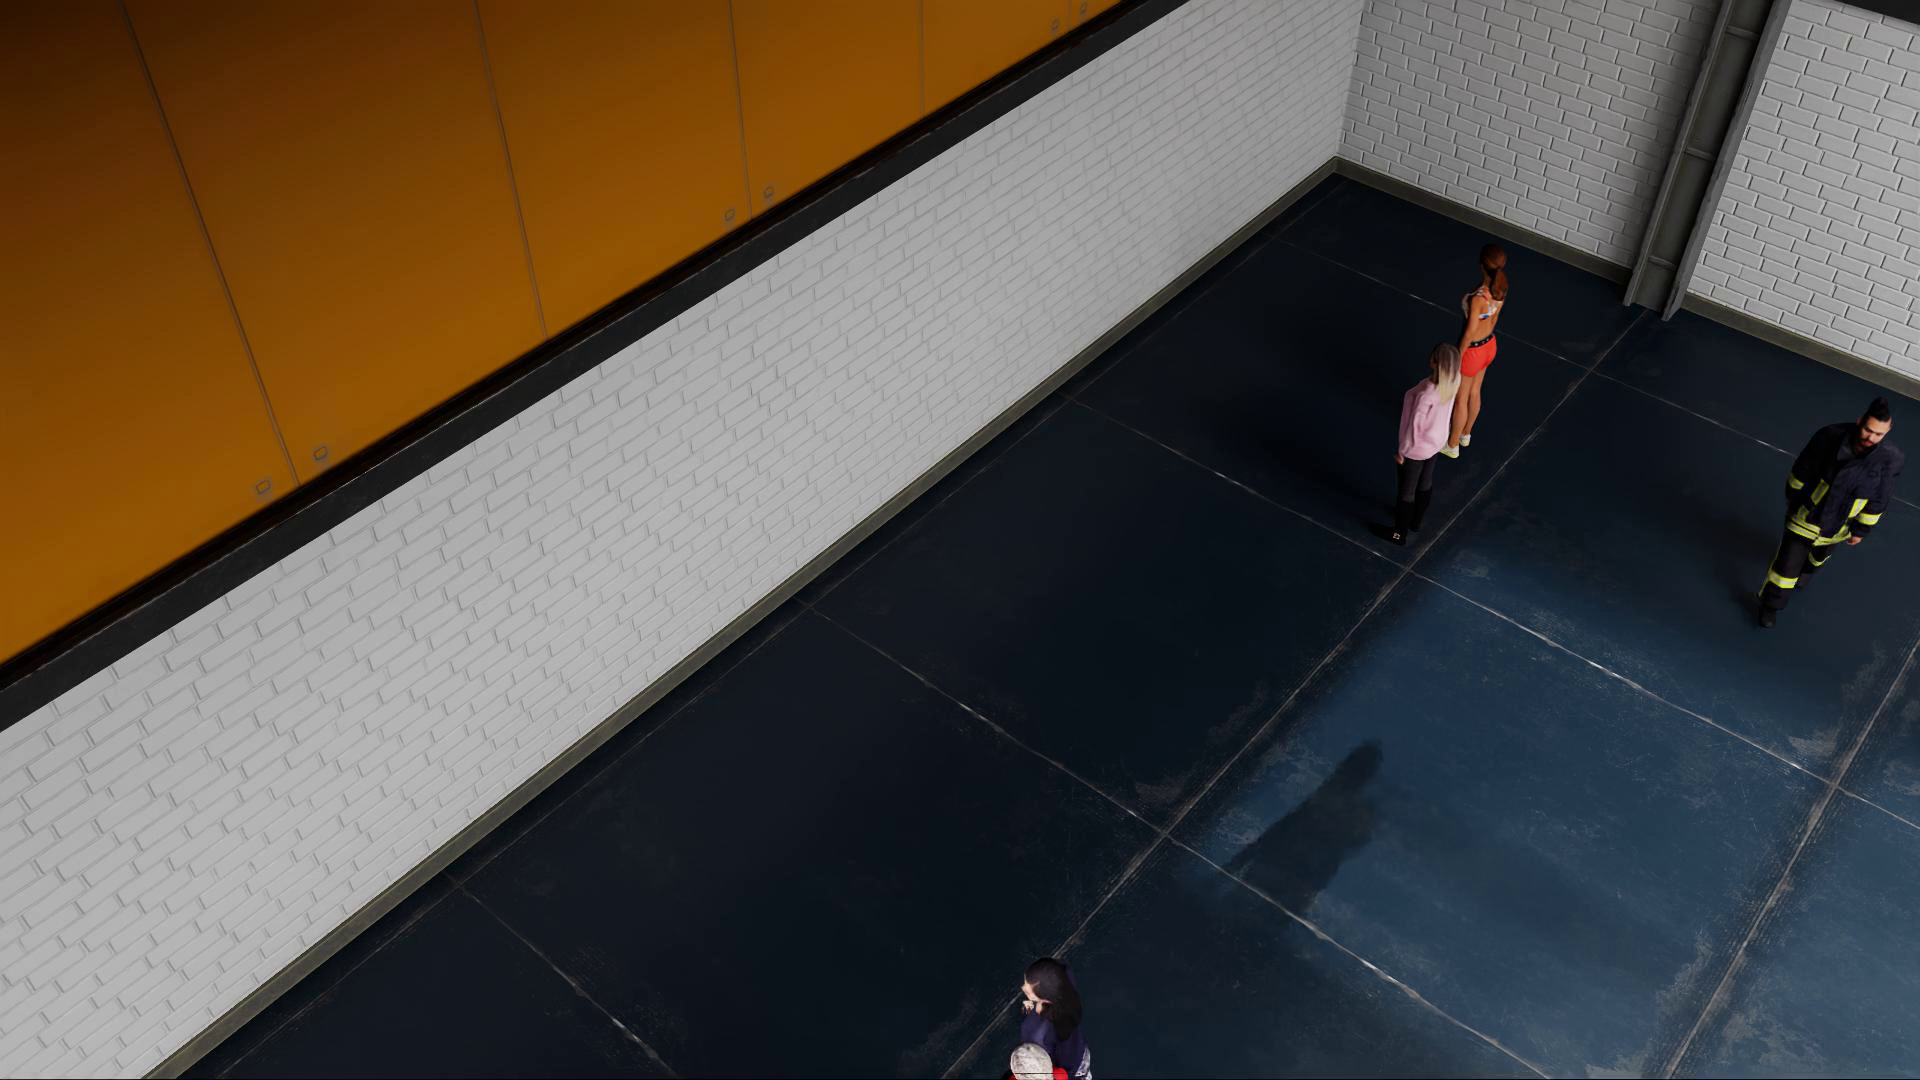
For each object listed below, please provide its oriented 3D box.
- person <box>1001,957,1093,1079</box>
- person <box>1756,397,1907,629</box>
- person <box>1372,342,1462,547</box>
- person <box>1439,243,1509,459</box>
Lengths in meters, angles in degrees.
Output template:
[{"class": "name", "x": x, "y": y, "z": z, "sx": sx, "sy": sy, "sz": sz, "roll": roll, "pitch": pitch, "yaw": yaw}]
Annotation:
[{"class": "person", "x": 0.544, "y": 2.562, "z": 8.116, "sx": 1.164, "sy": 1.670, "sz": 0.784, "roll": 22, "pitch": 48, "yaw": 21}, {"class": "person", "x": 5.782, "y": -0.291, "z": 10.995, "sx": 1.120, "sy": 1.831, "sz": 0.952, "roll": 24, "pitch": 49, "yaw": 23}, {"class": "person", "x": 3.207, "y": -0.668, "z": 11.493, "sx": 0.621, "sy": 1.688, "sz": 0.572, "roll": -33, "pitch": 52, "yaw": -29}, {"class": "person", "x": 3.758, "y": -1.375, "z": 12.162, "sx": 0.605, "sy": 1.789, "sz": 0.552, "roll": -32, "pitch": 52, "yaw": -29}]
